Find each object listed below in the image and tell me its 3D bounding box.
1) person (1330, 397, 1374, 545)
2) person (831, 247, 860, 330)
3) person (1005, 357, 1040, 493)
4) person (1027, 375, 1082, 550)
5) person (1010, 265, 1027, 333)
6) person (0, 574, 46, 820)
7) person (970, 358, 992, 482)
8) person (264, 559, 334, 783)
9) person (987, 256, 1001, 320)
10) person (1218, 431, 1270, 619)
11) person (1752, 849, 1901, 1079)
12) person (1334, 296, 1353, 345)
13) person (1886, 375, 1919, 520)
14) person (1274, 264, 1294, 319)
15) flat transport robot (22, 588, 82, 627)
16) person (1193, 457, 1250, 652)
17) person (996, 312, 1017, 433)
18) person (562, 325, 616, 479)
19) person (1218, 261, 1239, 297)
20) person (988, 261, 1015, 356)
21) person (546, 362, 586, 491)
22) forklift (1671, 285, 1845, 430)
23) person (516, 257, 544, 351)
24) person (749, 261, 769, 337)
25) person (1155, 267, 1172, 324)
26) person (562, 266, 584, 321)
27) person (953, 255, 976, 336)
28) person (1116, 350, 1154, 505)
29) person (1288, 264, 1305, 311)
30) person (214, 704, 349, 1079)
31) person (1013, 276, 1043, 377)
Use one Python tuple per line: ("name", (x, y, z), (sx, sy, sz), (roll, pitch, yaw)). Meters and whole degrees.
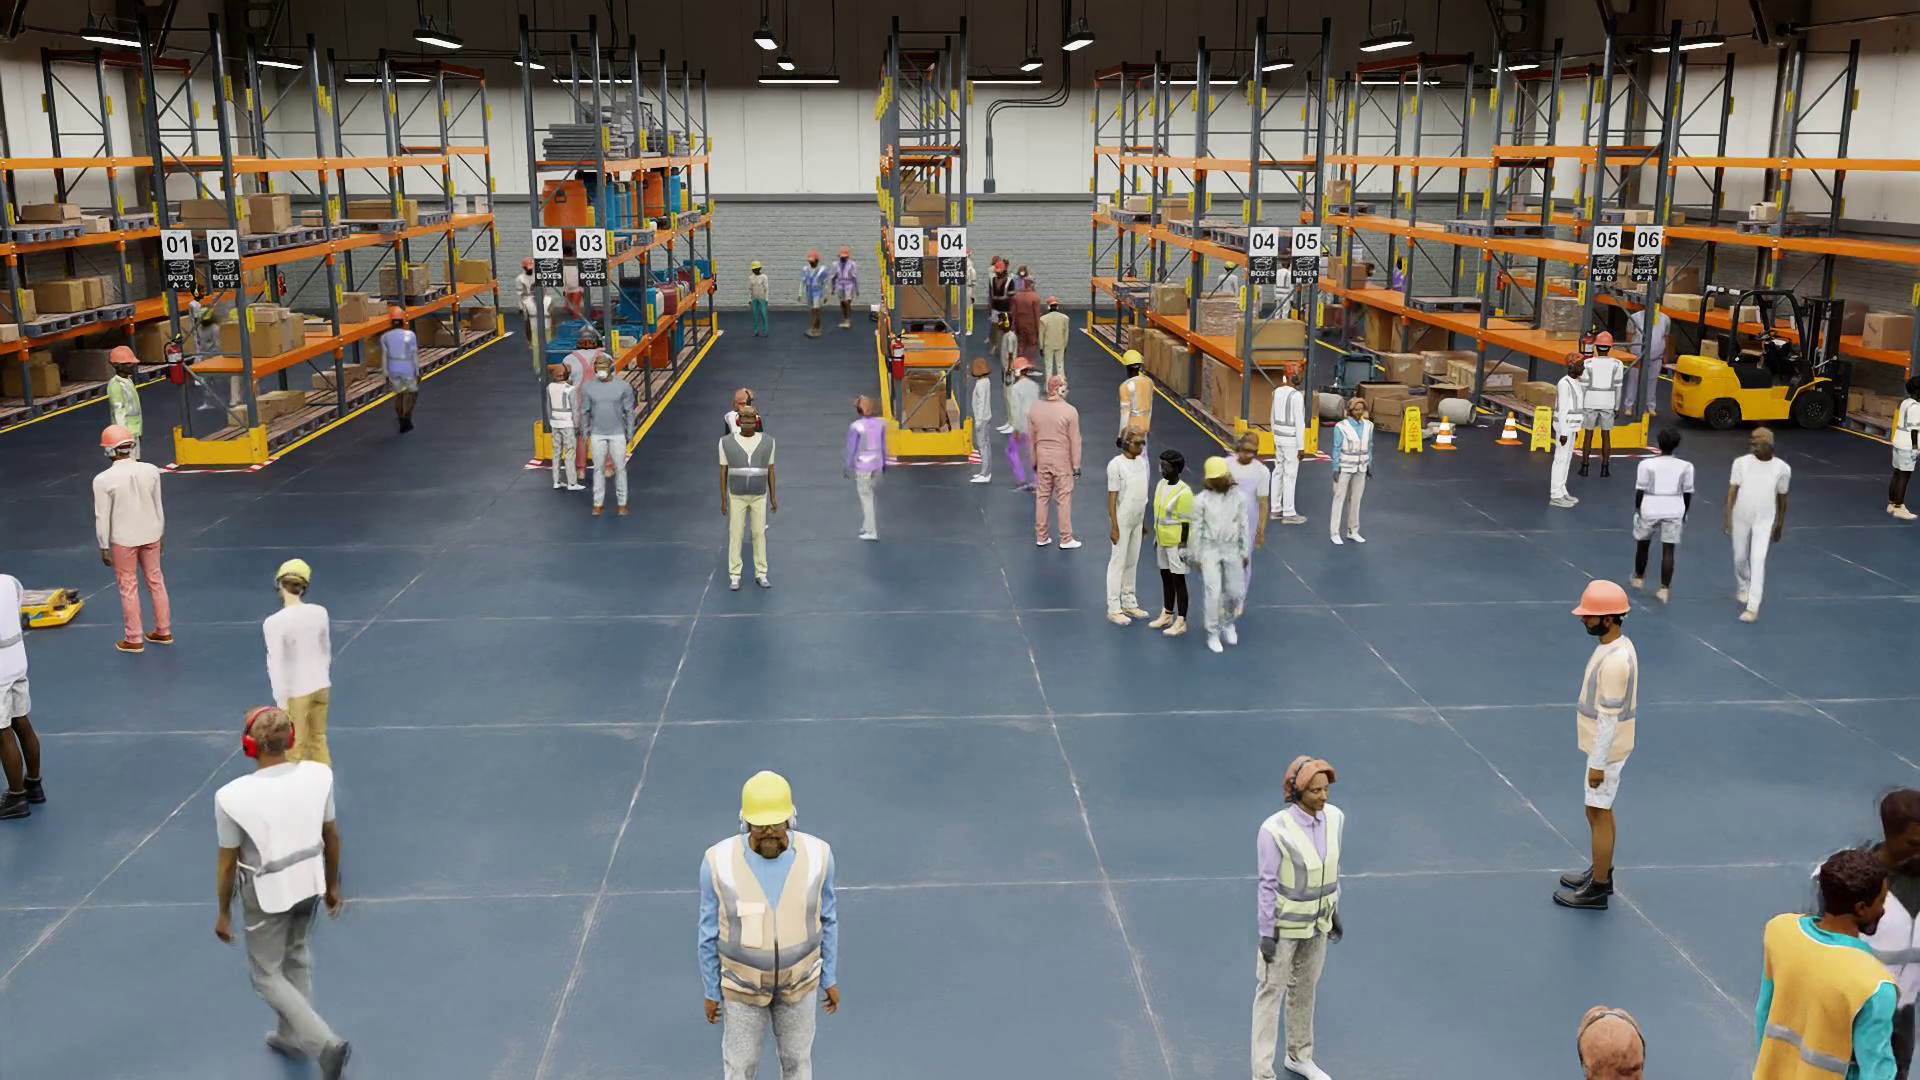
("person", (4.331, -0.768, 18.377), (0.516, 1.640, 0.314), (-6, 14, -22))
("person", (-2.798, -6.071, 40.104), (0.722, 1.968, 1.032), (4, 14, 17))
("person", (0.828, -1.451, 21.090), (0.527, 1.717, 0.579), (11, 17, 39))
("person", (1.057, -0.849, 18.166), (0.636, 1.902, 0.406), (9, 16, 32))
("person", (1.462, -5.707, 39.470), (0.519, 1.610, 0.757), (4, 14, 15))
("person", (-6.279, 0.867, 10.813), (0.369, 1.939, 0.542), (0, 13, -1))
("person", (0.278, -1.570, 21.792), (0.265, 1.632, 0.507), (2, 13, 9))
("person", (-4.257, 1.000, 10.714), (0.440, 1.720, 0.644), (5, 14, 20))
("person", (0.927, -6.429, 42.402), (0.508, 1.623, 0.292), (-8, 16, -31))
("person", (2.593, -0.137, 15.359), (0.537, 1.798, 0.547), (5, 14, 20))
("person", (3.086, 2.016, 5.988), (0.392, 1.919, 0.592), (-3, 14, -14))
("person", (8.501, -5.175, 36.820), (0.389, 1.742, 0.545), (0, 13, -2))
("person", (11.220, -1.100, 19.667), (0.318, 1.697, 0.535), (4, 14, 15))
("person", (7.428, -5.555, 38.154), (0.358, 1.880, 0.575), (-8, 16, -32))
("flat transport robot", (-8.942, 0.652, 15.297), (1.431, 0.197, 0.652), (-4, 14, -16))
("person", (2.275, 0.123, 14.437), (0.509, 1.705, 0.350), (-2, 13, -8))
("person", (0.733, -2.568, 25.550), (0.325, 1.861, 0.506), (-2, 13, -8))
("person", (-4.908, -1.835, 22.040), (0.688, 2.000, 0.539), (-4, 14, -16))
("person", (6.197, -5.559, 38.407), (0.530, 1.768, 0.312), (10, 16, 36))
("person", (0.905, -4.943, 35.329), (0.608, 1.999, 1.018), (5, 14, 22))
("person", (-5.056, -1.444, 21.247), (0.523, 1.638, 0.310), (8, 16, 31))
("forklift", (12.503, -2.886, 26.166), (2.313, 2.155, 1.214), (-1, 13, -3))
("person", (-9.188, -5.060, 35.733), (0.651, 2.020, 0.578), (-9, 16, -33))
("person", (-4.666, -5.572, 38.487), (0.536, 1.760, 0.341), (7, 15, 26))
("person", (4.638, -5.480, 38.347), (0.524, 1.638, 0.312), (11, 17, 38))
("person", (-9.167, -5.923, 39.476), (0.636, 1.983, 0.476), (5, 14, 20))
("person", (0.105, -5.732, 38.804), (0.588, 1.923, 0.383), (10, 17, 36))
("person", (2.108, -1.347, 20.229), (0.383, 1.921, 0.585), (12, 18, 42))
("person", (9.036, -7.097, 44.638), (0.639, 1.902, 0.407), (10, 17, 37))
("person", (-3.129, 1.656, 7.727), (0.726, 1.822, 0.580), (8, 16, 32))
("person", (1.331, -4.095, 31.907), (0.651, 1.904, 0.403), (12, 18, 41))
